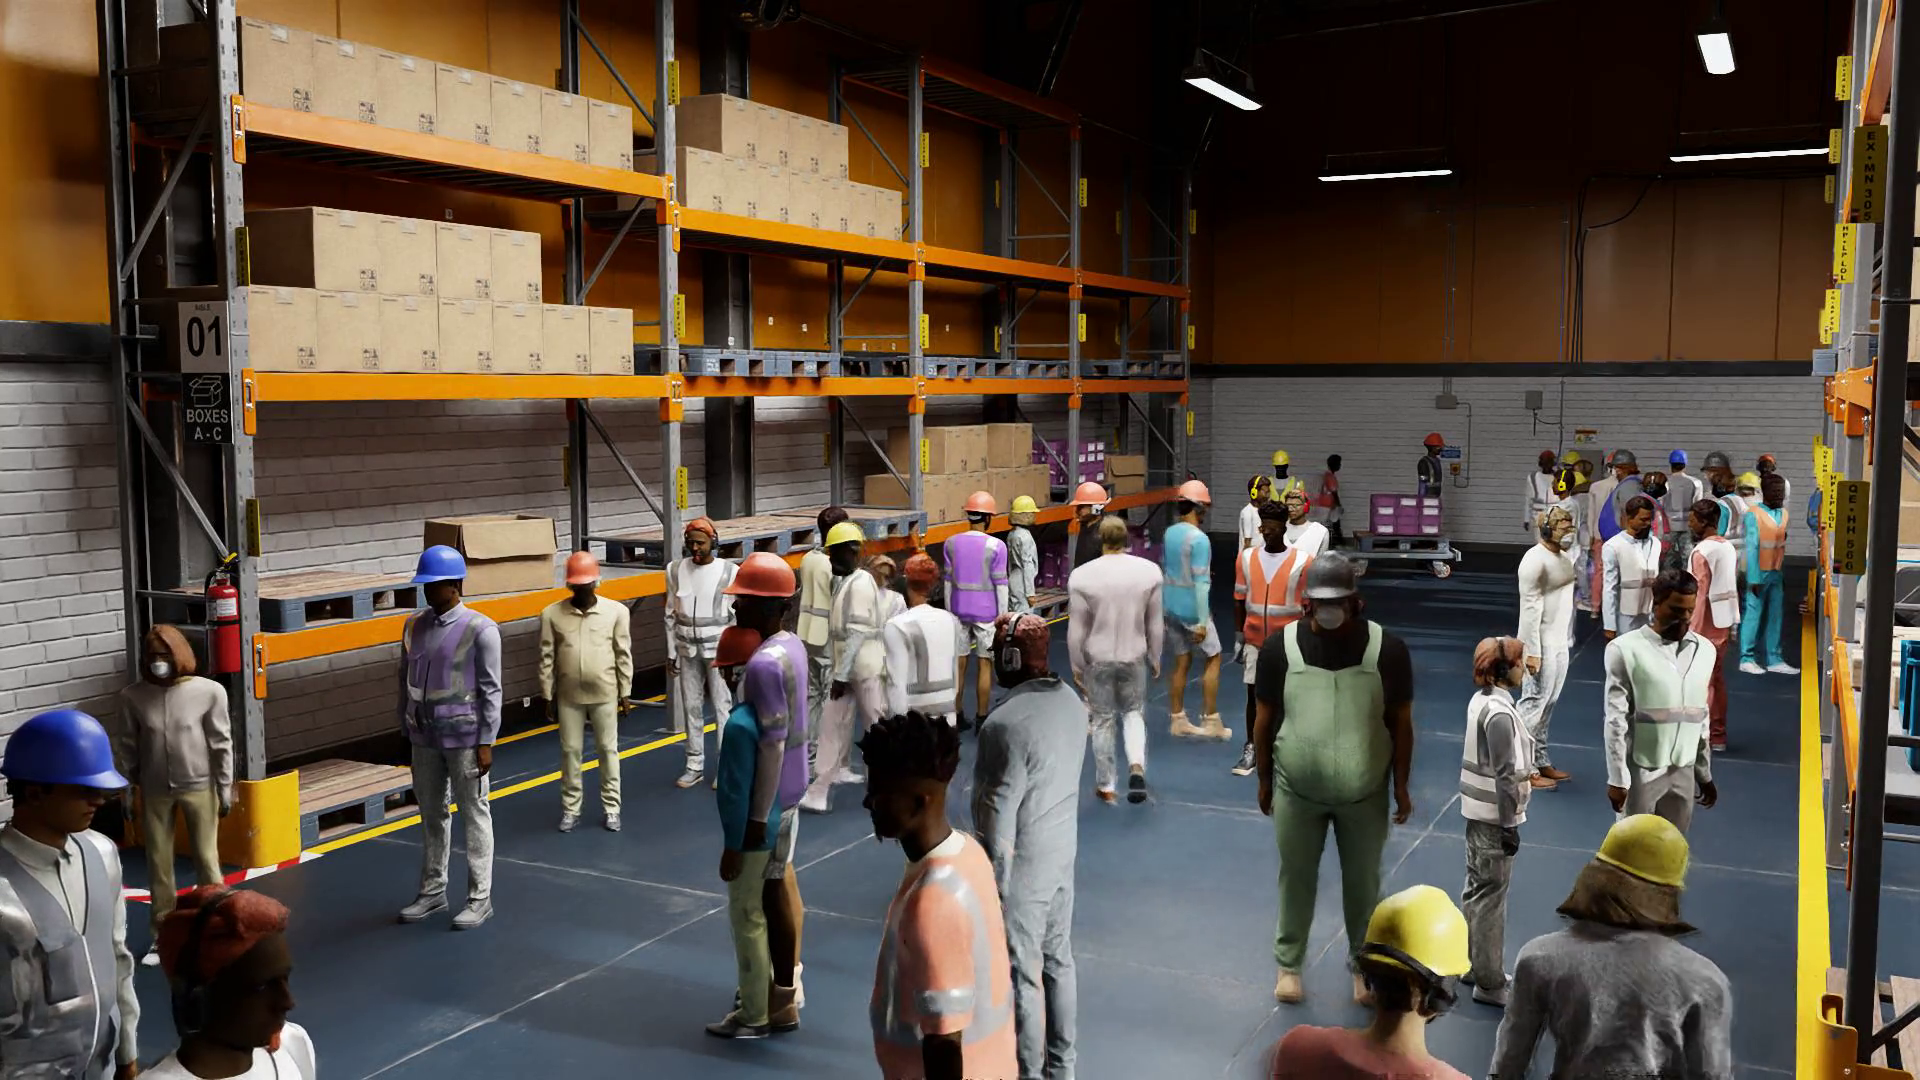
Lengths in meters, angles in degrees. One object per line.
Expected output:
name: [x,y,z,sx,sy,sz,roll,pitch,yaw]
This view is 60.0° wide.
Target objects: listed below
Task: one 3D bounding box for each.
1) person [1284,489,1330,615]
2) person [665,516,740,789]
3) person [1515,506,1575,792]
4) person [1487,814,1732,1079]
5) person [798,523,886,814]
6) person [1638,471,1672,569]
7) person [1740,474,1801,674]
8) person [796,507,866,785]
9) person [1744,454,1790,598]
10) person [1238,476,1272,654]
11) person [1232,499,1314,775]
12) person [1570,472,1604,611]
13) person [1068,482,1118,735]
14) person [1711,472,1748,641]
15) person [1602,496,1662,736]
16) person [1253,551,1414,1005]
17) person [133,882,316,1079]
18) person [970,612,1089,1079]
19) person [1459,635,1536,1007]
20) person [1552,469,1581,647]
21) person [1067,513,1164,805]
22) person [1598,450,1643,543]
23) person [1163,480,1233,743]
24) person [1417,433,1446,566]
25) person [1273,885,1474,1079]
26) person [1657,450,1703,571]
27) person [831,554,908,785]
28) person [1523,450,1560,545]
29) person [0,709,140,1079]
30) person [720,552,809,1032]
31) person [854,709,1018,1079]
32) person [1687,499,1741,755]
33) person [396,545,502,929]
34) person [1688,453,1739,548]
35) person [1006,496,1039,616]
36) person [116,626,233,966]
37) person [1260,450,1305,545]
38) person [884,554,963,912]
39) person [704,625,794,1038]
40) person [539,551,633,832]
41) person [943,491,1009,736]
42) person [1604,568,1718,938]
person: [2.962,0.472,14.630,0.565,1.846,0.389,3,6,32]
person: [-1.734,0.770,11.317,0.569,1.875,0.364,2,6,16]
person: [4.008,0.729,11.378,0.355,1.937,0.634,4,7,39]
person: [1.569,1.521,4.070,0.598,1.697,0.590,2,6,22]
person: [-0.707,0.829,10.757,0.867,1.866,0.609,-3,6,-25]
person: [7.414,0.176,17.888,0.429,1.837,0.638,3,6,28]
person: [7.719,0.333,15.812,0.649,1.910,0.574,-4,6,-33]
person: [-0.921,0.726,11.514,0.391,1.918,0.590,-3,6,-33]
person: [10.342,-0.171,21.402,0.580,1.879,0.368,4,7,37]
person: [2.963,0.283,16.653,0.351,1.856,0.521,2,6,21]
person: [2.199,0.689,11.650,0.608,1.966,0.370,3,6,29]
person: [7.647,0.024,20.209,0.552,1.697,0.597,-1,5,-11]
person: [1.045,0.537,13.142,0.395,1.992,0.622,-2,6,-20]
person: [8.155,0.191,17.769,0.430,1.832,0.632,5,7,44]
person: [5.199,0.605,12.893,0.599,1.909,0.401,-3,6,-30]
person: [1.657,1.047,7.408,0.699,2.000,0.535,1,5,12]
person: [-1.306,1.538,2.959,0.337,1.883,0.584,1,5,9]
person: [0.239,1.219,6.326,0.401,1.903,0.643,3,6,28]
person: [2.392,1.241,7.440,0.307,1.644,0.514,1,5,6]
person: [6.339,0.195,17.484,0.335,1.873,0.520,3,6,32]
person: [1.010,0.792,10.775,0.646,1.928,0.564,-1,5,-8]
person: [7.704,-0.059,19.310,0.551,2.000,0.707,3,6,26]
person: [1.855,0.549,12.866,0.556,2.022,0.619,-2,6,-24]
person: [7.189,-0.612,25.334,0.404,2.037,0.610,4,7,38]
person: [0.928,1.568,3.477,0.528,1.724,0.851,5,7,45]
person: [8.996,-0.160,20.887,0.615,1.945,0.406,0,5,2]
person: [-0.615,0.893,11.363,0.548,1.611,0.363,1,5,6]
person: [8.027,-0.297,22.765,0.617,1.868,0.427,3,6,26]
person: [-2.331,1.394,4.257,0.421,1.933,0.624,1,5,11]
person: [-0.831,1.069,7.132,0.357,2.047,0.615,0,5,2]
person: [-0.045,1.392,4.225,0.440,1.949,0.604,1,5,8]
person: [5.589,0.650,12.410,0.405,1.909,0.597,5,7,43]
person: [-2.610,0.993,8.481,0.605,1.949,0.384,2,6,21]
person: [8.315,0.032,18.337,0.535,2.000,0.791,2,6,23]
person: [0.582,0.463,15.277,0.294,1.744,0.486,-2,6,-18]
person: [-3.728,1.208,7.909,0.519,1.624,0.300,-1,5,-11]
person: [4.099,-0.181,21.231,0.589,1.927,0.387,2,6,20]
person: [-0.192,1.015,8.749,0.450,1.855,0.721,3,6,33]
person: [-0.898,1.226,7.096,0.355,1.737,0.578,1,5,13]
person: [-2.302,0.932,10.241,0.568,1.741,0.353,-1,5,-8]
person: [0.139,0.580,13.079,0.549,1.924,0.391,3,6,26]
person: [3.259,1.077,7.768,0.587,1.913,0.391,-2,6,-20]
